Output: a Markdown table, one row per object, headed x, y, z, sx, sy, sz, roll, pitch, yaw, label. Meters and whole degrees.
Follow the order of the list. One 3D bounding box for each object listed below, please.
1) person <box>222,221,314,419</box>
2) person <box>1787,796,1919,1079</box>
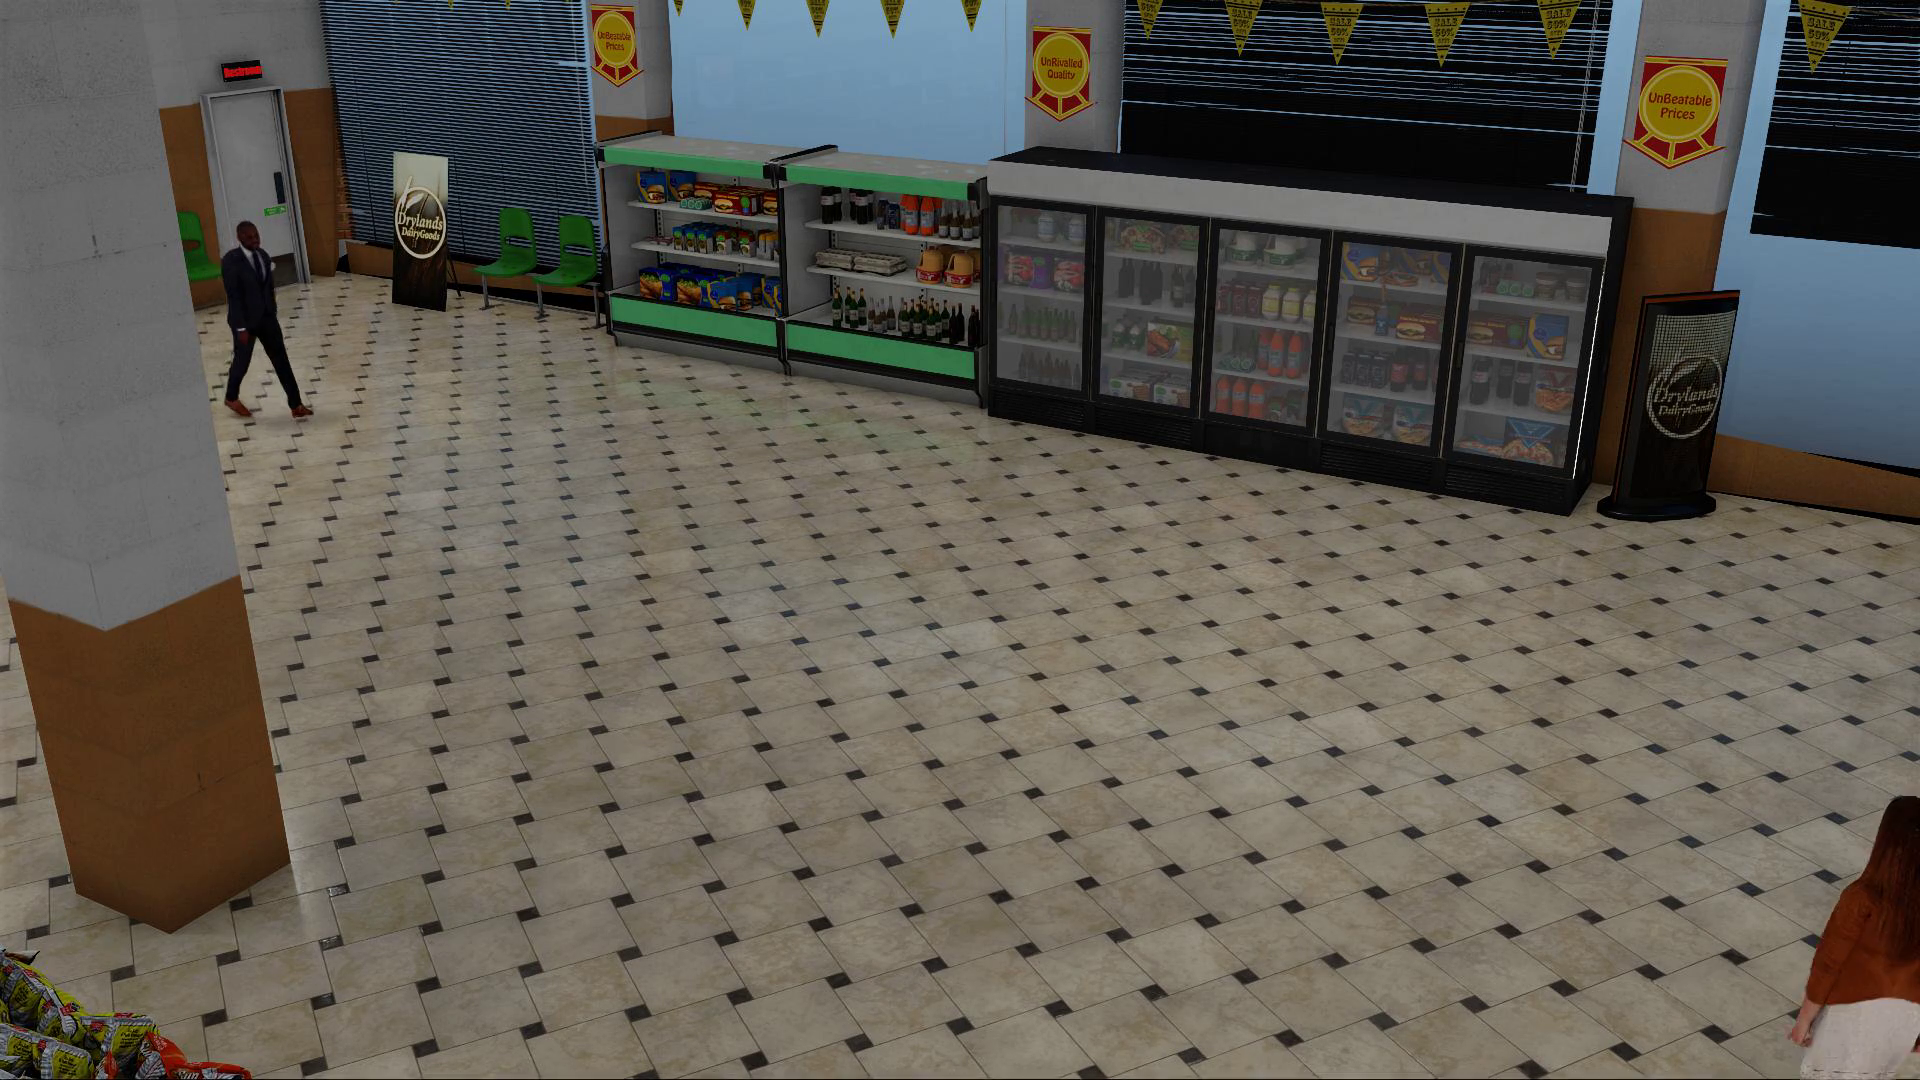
| x | y | z | sx | sy | sz | roll | pitch | yaw | label |
| --- | --- | --- | --- | --- | --- | --- | --- | --- | --- |
| -6.318 | -1.931 | 14.718 | 1.211 | 1.788 | 0.745 | 9 | 24 | 21 | person |
| 3.185 | 1.719 | 5.765 | 1.080 | 1.691 | 1.083 | -3 | 22 | -8 | person |
